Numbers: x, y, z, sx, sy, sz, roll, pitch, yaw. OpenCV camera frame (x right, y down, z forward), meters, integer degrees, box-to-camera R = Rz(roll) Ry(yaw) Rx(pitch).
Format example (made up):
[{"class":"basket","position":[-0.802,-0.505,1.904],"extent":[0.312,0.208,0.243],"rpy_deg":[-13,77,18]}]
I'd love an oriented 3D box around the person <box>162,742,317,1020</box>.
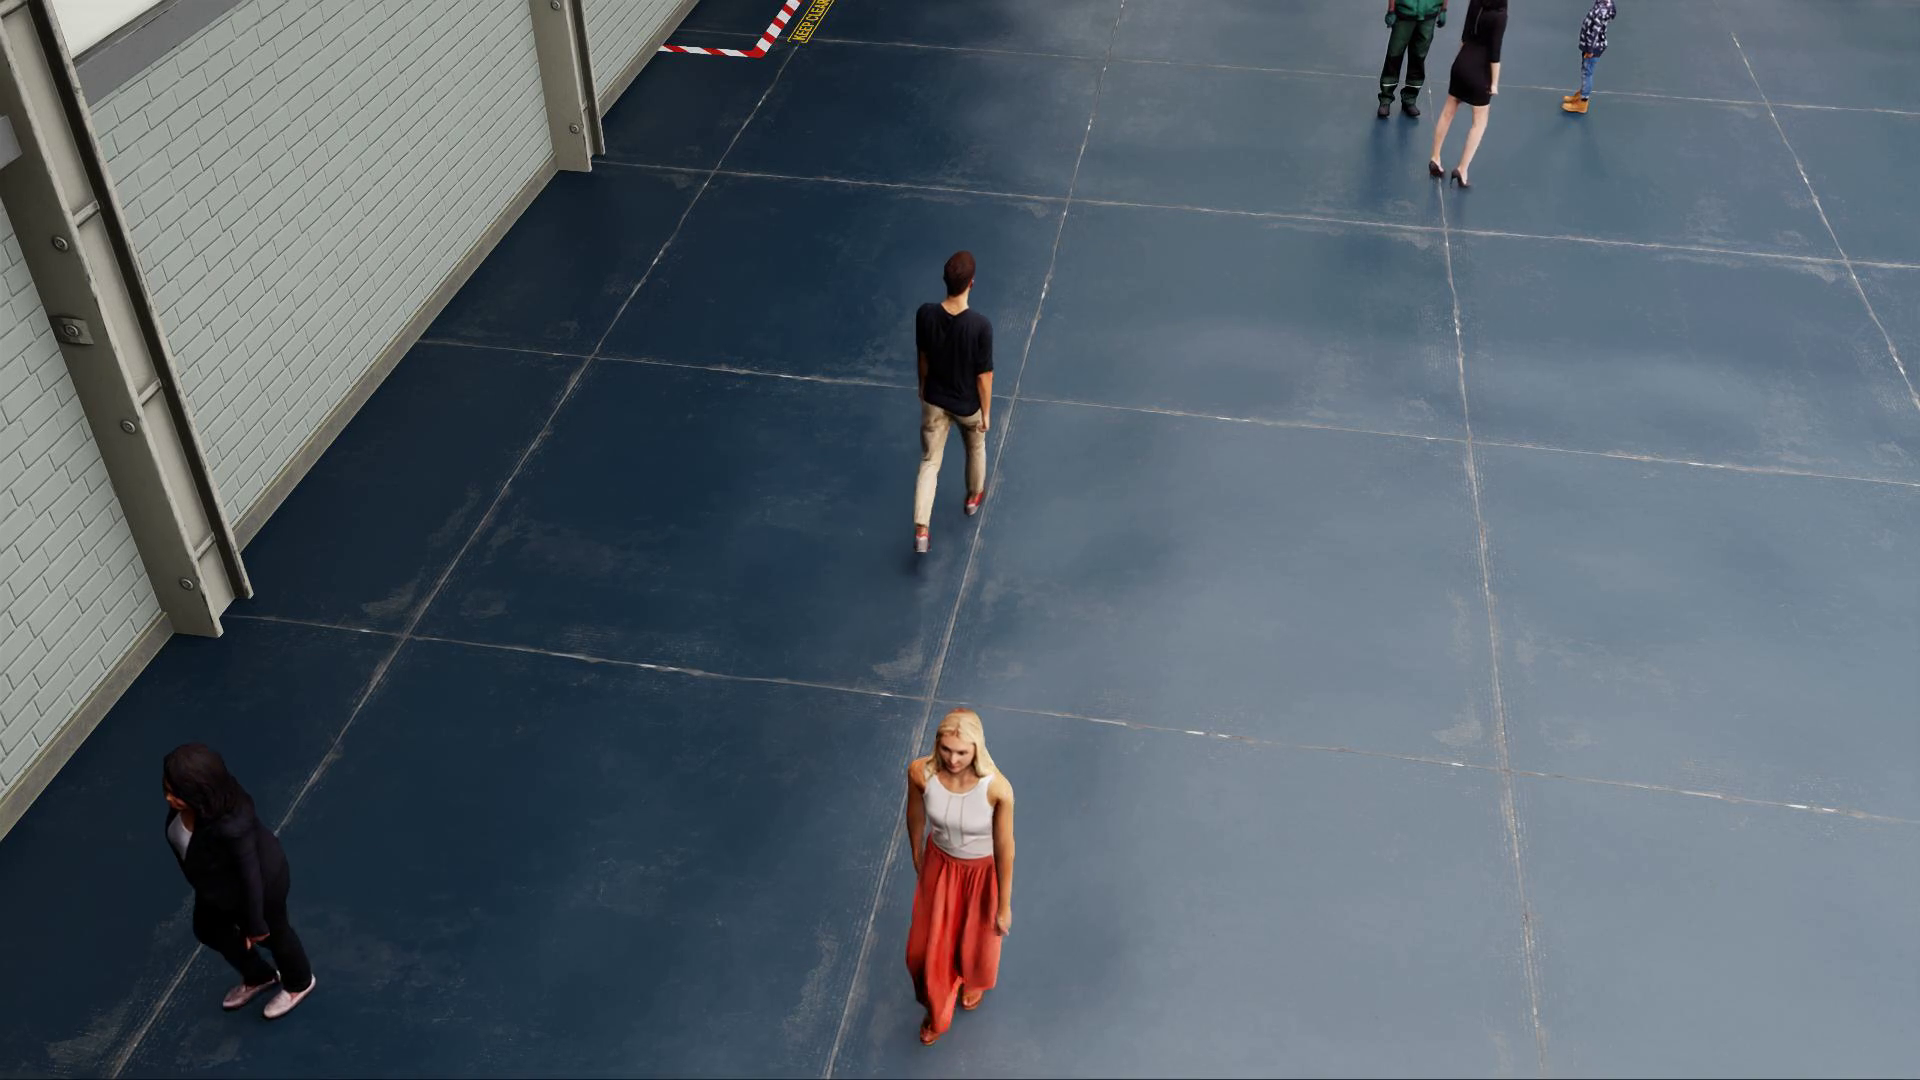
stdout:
[{"class":"person","position":[-2.939,1.379,6.947],"extent":[0.798,1.603,0.818],"rpy_deg":[27,46,30]}]

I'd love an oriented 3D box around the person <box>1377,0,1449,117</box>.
[{"class":"person","position":[3.940,-4.563,14.352],"extent":[0.728,1.838,0.648],"rpy_deg":[0,38,0]}]

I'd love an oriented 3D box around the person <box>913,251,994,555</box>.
[{"class":"person","position":[-0.075,-0.728,9.463],"extent":[0.669,1.822,1.117],"rpy_deg":[8,39,10]}]

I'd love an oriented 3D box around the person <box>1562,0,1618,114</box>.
[{"class":"person","position":[5.570,-4.387,14.603],"extent":[0.571,1.252,0.455],"rpy_deg":[11,39,13]}]

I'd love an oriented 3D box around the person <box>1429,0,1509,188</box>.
[{"class":"person","position":[4.071,-3.687,13.269],"extent":[0.763,1.792,0.677],"rpy_deg":[-16,41,-19]}]

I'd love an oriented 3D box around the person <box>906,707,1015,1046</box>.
[{"class":"person","position":[0.051,1.307,6.895],"extent":[0.675,1.782,0.845],"rpy_deg":[8,39,11]}]
